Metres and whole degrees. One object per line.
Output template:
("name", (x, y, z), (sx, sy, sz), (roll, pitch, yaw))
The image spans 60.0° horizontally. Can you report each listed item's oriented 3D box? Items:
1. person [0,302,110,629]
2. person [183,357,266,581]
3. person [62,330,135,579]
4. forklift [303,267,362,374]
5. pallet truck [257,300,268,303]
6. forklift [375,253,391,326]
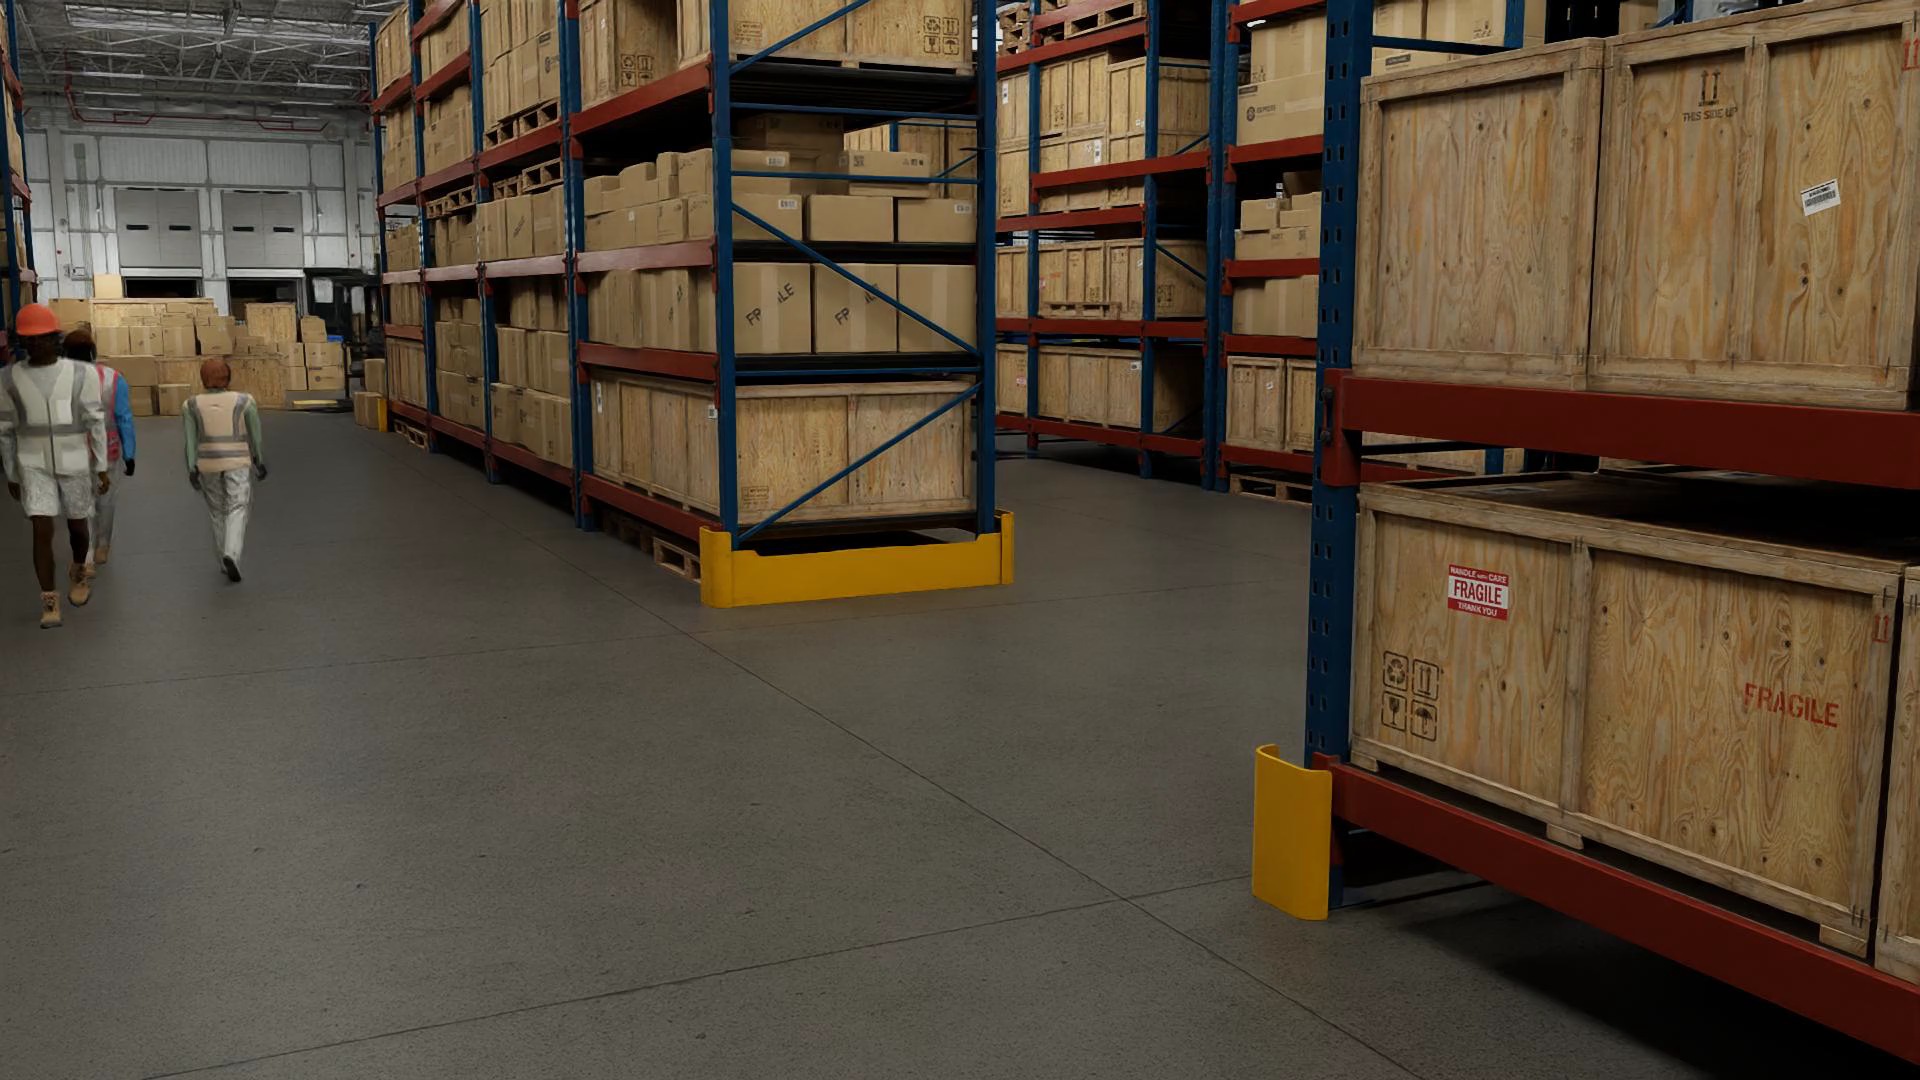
("person", (-5.732, -0.495, 10.520), (0.612, 2.010, 0.951), (-4, 9, -28))
("person", (-5.327, -0.519, 12.026), (0.519, 1.608, 0.762), (-2, 8, -10))
("person", (-6.445, -0.651, 12.300), (0.625, 1.808, 0.910), (-4, 9, -26))
("forklift", (-16.290, -5.598, 42.694), (1.129, 2.768, 1.873), (1, 8, 7))
("pallet truck", (-23.913, -7.404, 58.171), (1.885, 1.965, 0.823), (-1, 8, -9))
("forklift", (-9.893, -3.687, 29.516), (1.129, 2.768, 1.873), (6, 10, 37))
